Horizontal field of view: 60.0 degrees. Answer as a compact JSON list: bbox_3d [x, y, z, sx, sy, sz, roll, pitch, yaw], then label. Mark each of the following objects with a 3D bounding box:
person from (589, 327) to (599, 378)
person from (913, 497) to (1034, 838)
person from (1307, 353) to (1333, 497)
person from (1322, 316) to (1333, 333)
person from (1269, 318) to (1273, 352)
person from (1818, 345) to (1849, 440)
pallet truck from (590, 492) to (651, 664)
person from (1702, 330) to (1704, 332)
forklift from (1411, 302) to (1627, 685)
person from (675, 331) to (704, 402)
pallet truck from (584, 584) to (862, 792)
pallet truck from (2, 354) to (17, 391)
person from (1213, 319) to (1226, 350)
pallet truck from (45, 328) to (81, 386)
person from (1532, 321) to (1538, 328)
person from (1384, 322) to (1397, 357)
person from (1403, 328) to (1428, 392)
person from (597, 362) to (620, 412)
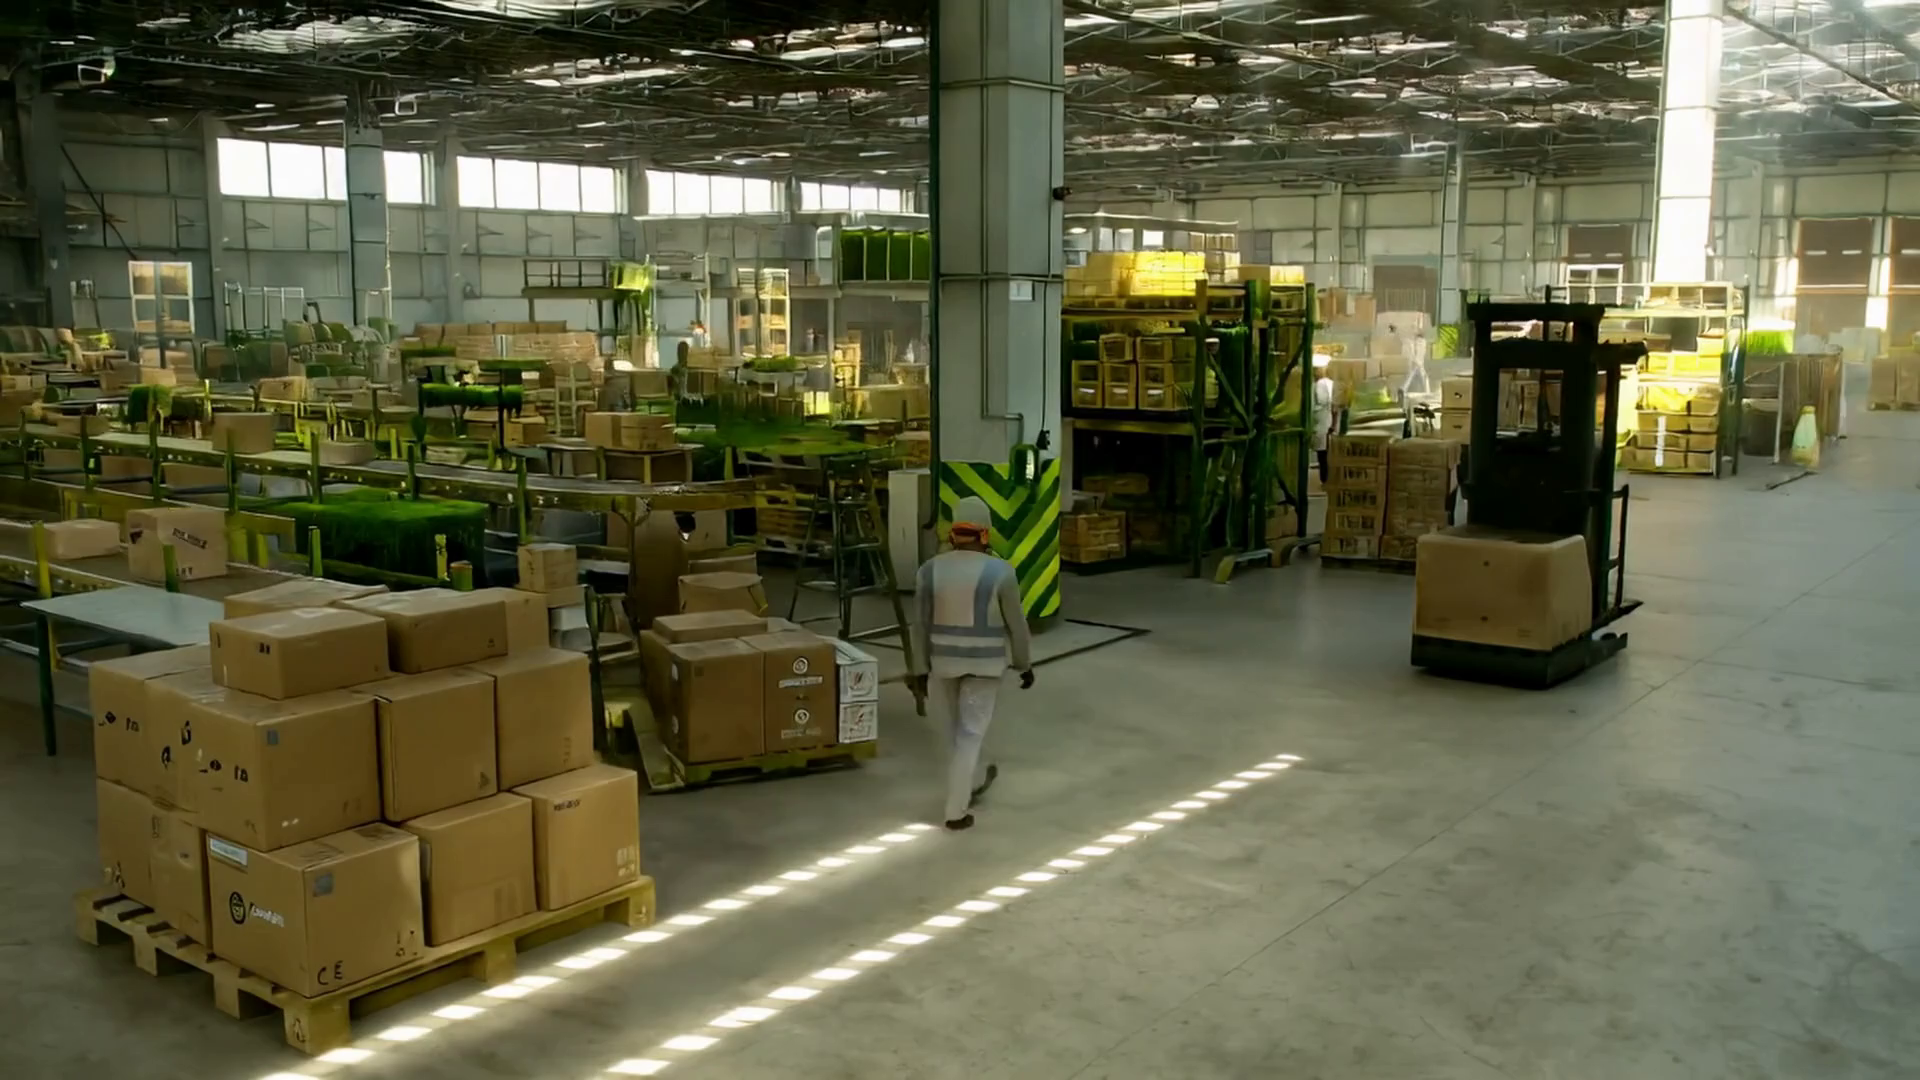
[{"bbox_3d":[-12.442,-6.366,56.630,0.318,1.742,0.492,-1,8,-5],"label":"person"},{"bbox_3d":[0.096,0.662,9.092,0.605,1.785,0.902,5,10,29],"label":"person"},{"bbox_3d":[5.114,-1.631,23.703,0.377,2.044,0.608,2,9,14],"label":"person"},{"bbox_3d":[15.440,-8.440,69.842,0.641,1.964,0.686,7,11,41],"label":"person"},{"bbox_3d":[15.317,-10.140,81.727,0.506,1.846,0.349,-3,9,-17],"label":"person"},{"bbox_3d":[17.310,-2.934,33.039,0.644,1.877,0.825,-3,9,-17],"label":"person"},{"bbox_3d":[-3.115,0.344,12.883,0.653,1.274,1.630,7,11,37],"label":"pallet truck"},{"bbox_3d":[24.635,-6.395,55.823,0.539,2.000,0.689,-2,9,-15],"label":"person"},{"bbox_3d":[4.379,-0.438,12.852,1.129,2.768,1.873,7,11,37],"label":"forklift"},{"bbox_3d":[-7.286,-4.639,44.457,0.931,1.895,0.574,-8,12,-43],"label":"person"},{"bbox_3d":[-1.426,0.805,10.019,1.601,1.201,0.680,-4,9,-26],"label":"pallet truck"},{"bbox_3d":[-24.881,-4.417,42.634,1.885,1.965,0.823,8,11,41],"label":"pallet truck"},{"bbox_3d":[10.036,-7.585,64.289,0.560,1.914,0.683,3,9,20],"label":"person"},{"bbox_3d":[-23.775,-4.544,43.495,1.885,1.965,0.823,6,10,35],"label":"pallet truck"},{"bbox_3d":[21.129,-7.130,61.367,0.592,1.867,0.554,-7,11,-38],"label":"person"},{"bbox_3d":[15.643,-7.026,60.652,0.645,1.865,0.605,0,8,1],"label":"person"},{"bbox_3d":[13.398,-5.245,48.603,0.541,1.897,1.019,-5,10,-28],"label":"person"},{"bbox_3d":[-6.692,-2.583,31.660,0.868,1.587,0.504,-4,9,-26],"label":"person"}]
